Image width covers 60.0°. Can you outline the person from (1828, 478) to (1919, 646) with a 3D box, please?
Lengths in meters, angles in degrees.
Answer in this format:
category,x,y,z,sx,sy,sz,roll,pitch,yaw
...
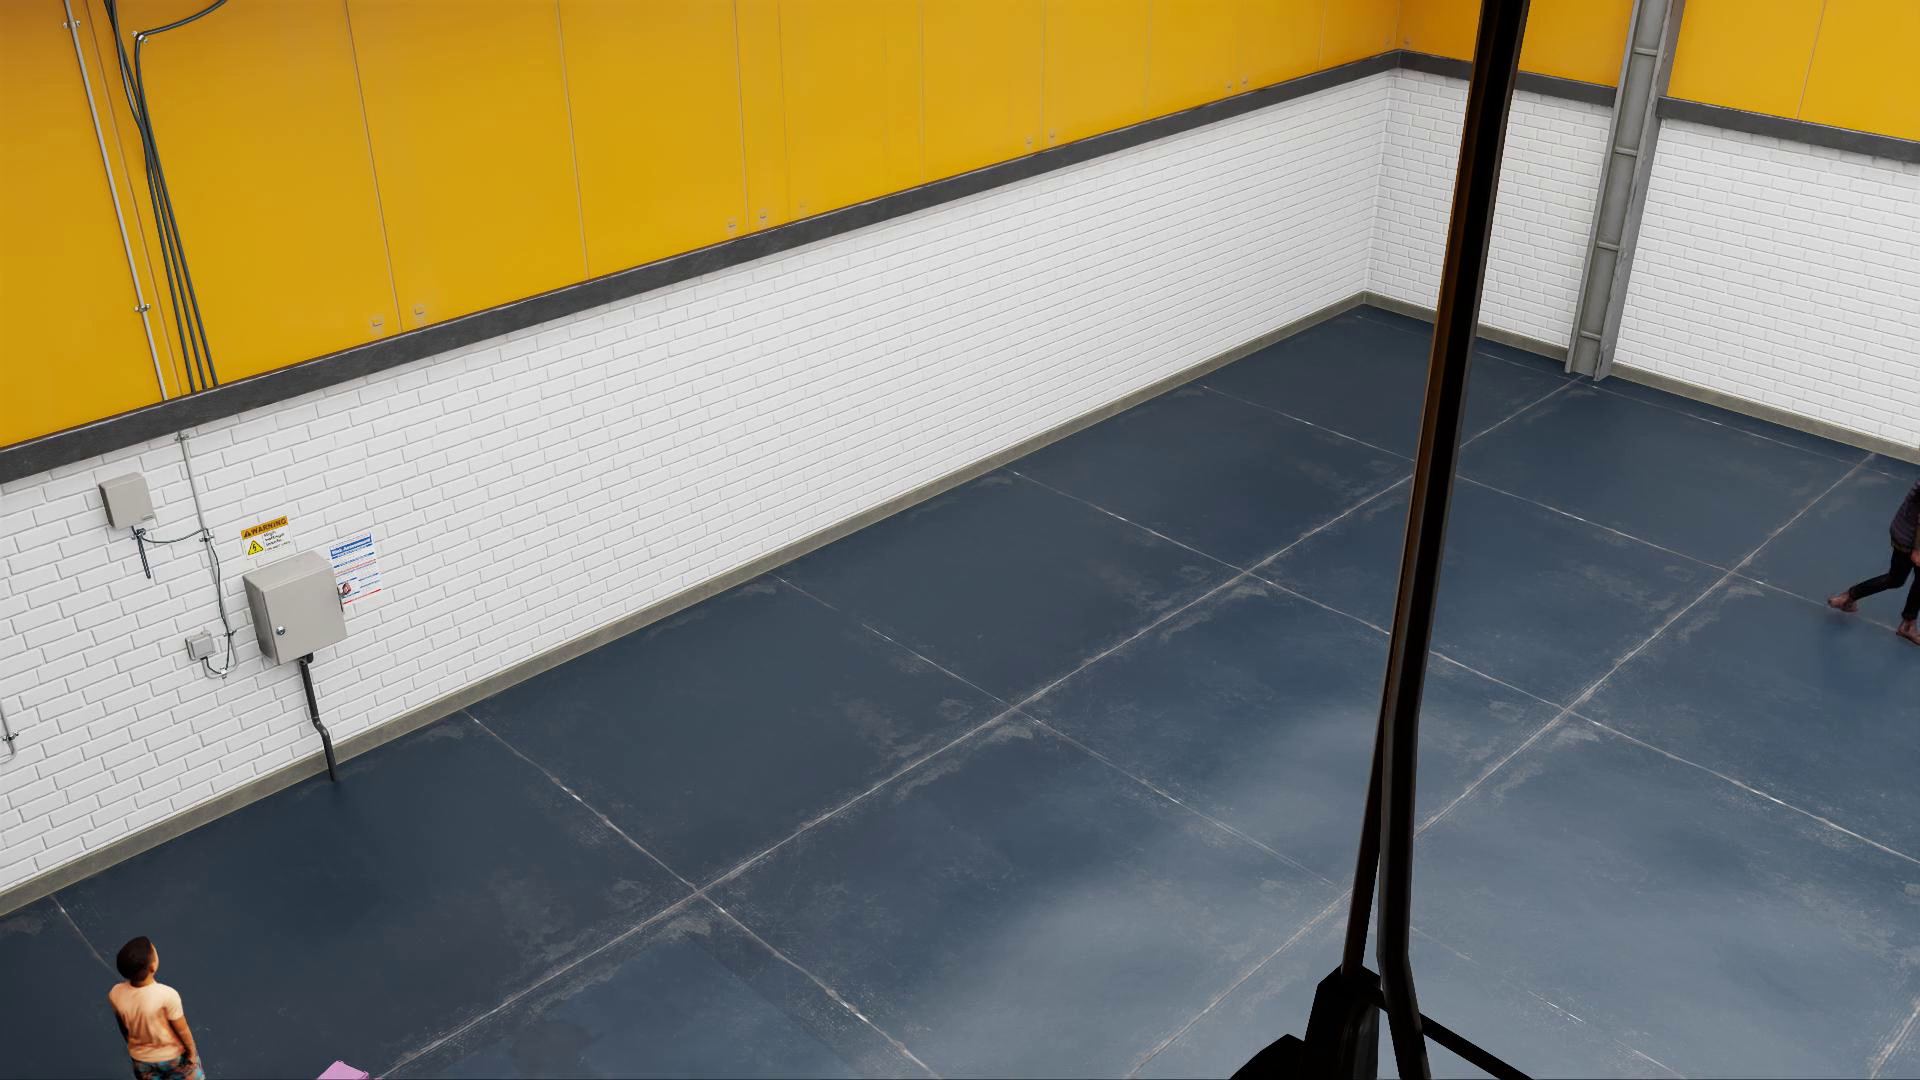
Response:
category,x,y,z,sx,sy,sz,roll,pitch,yaw
person,7.517,-0.030,13.232,1.037,1.795,0.759,25,37,37

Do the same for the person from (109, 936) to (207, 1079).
category,x,y,z,sx,sy,sz,roll,pitch,yaw
person,-4.176,2.685,8.616,0.843,1.448,0.935,-2,29,-3
